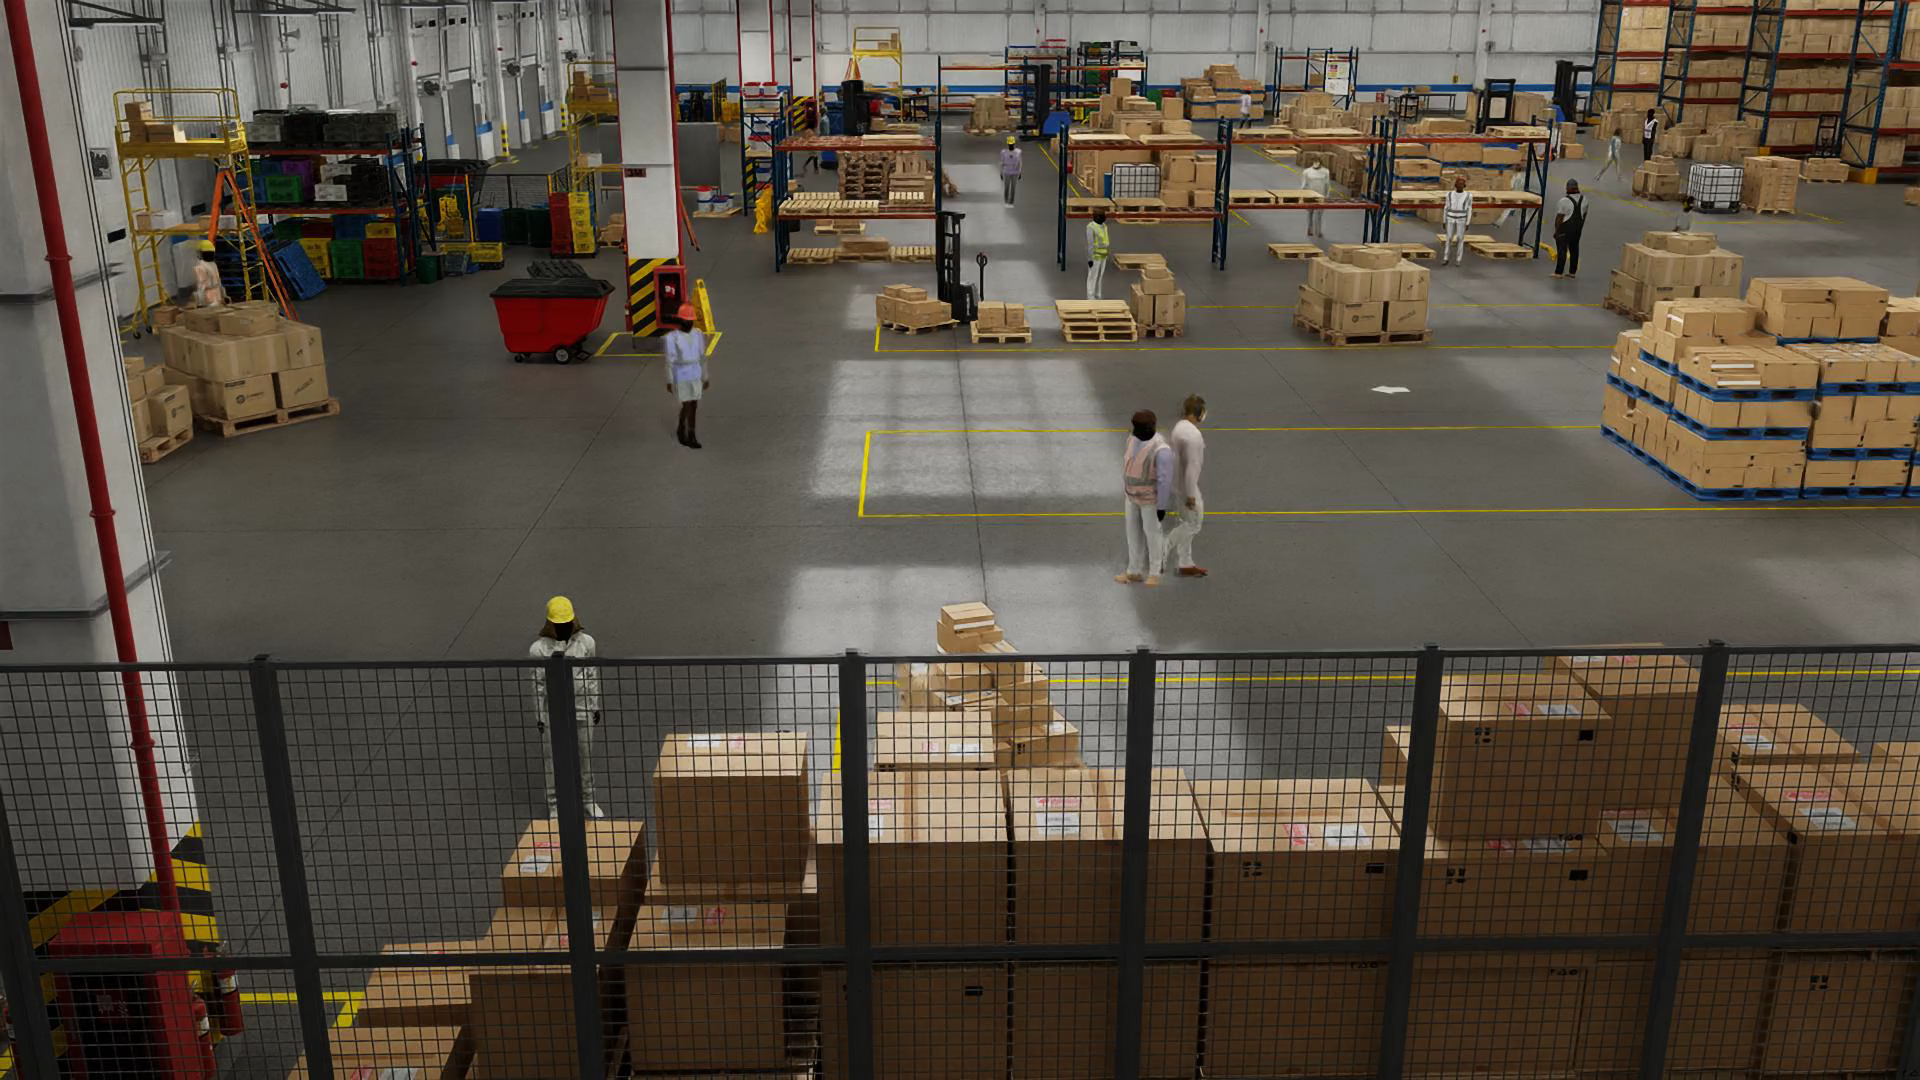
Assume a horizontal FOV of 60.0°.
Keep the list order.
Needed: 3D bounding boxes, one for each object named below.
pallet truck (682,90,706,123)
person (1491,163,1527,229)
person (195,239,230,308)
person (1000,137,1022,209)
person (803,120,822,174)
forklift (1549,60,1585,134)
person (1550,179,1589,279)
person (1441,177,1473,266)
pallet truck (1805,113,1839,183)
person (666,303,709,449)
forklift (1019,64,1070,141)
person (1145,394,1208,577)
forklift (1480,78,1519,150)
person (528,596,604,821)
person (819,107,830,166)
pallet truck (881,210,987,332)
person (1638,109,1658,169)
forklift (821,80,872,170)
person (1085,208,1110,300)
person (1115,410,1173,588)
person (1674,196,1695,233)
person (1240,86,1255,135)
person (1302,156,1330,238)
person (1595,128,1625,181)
[{"bbox_3d":[-9.671,-15.907,62.421,0.823,1.965,1.885,5,19,15],"label":"pallet truck"},{"bbox_3d":[13.608,-8.438,40.869,0.889,1.587,0.534,-1,19,-2],"label":"person"},{"bbox_3d":[-12.299,-3.982,27.228,0.992,1.886,0.586,-2,19,-7],"label":"person"},{"bbox_3d":[1.380,-9.849,44.608,0.583,1.901,0.596,-1,19,-2],"label":"person"},{"bbox_3d":[-4.657,-12.382,52.439,0.539,1.681,0.561,-11,21,-28],"label":"person"},{"bbox_3d":[23.899,-17.641,66.204,1.873,2.768,1.129,0,19,-1],"label":"forklift"},{"bbox_3d":[12.458,-6.392,34.127,0.683,2.000,0.536,-5,19,-16],"label":"person"},{"bbox_3d":[10.633,-6.816,35.627,0.579,1.884,0.352,10,21,26],"label":"person"},{"bbox_3d":[26.403,-11.957,50.702,0.823,1.965,1.885,6,19,16],"label":"pallet truck"},{"bbox_3d":[-3.524,-2.125,21.645,0.573,1.923,0.402,-15,24,-38],"label":"person"},{"bbox_3d":[3.235,-16.572,63.033,1.873,2.768,1.129,-1,19,-2],"label":"forklift"},{"bbox_3d":[2.248,-0.531,16.944,0.562,1.909,0.679,-1,19,-3],"label":"person"},{"bbox_3d":[17.558,-13.677,54.444,1.129,2.768,1.873,-1,19,-1],"label":"forklift"},{"bbox_3d":[-2.827,1.227,11.985,0.487,1.744,0.294,-11,21,-28],"label":"person"},{"bbox_3d":[-4.437,-13.189,54.450,0.351,1.936,0.634,-3,19,-9],"label":"person"},{"bbox_3d":[-0.493,-4.759,29.349,1.885,1.965,0.823,-13,23,-34],"label":"pallet truck"},{"bbox_3d":[22.374,-13.014,53.976,0.391,1.912,0.589,-2,19,-7],"label":"person"},{"bbox_3d":[-3.431,-13.266,53.226,1.873,2.768,1.129,8,20,21],"label":"forklift"},{"bbox_3d":[2.588,-5.297,31.186,0.429,1.842,0.635,12,22,31],"label":"person"},{"bbox_3d":[1.854,-0.422,16.744,0.454,1.828,0.649,-11,22,-29],"label":"person"},{"bbox_3d":[14.231,-5.870,32.864,0.559,1.856,0.487,-13,23,-34],"label":"person"},{"bbox_3d":[11.328,-16.802,65.203,0.808,1.908,0.578,-9,21,-24],"label":"person"},{"bbox_3d":[8.468,-8.155,39.574,0.656,1.898,0.915,2,19,7],"label":"person"},{"bbox_3d":[19.954,-11.797,50.845,0.855,1.604,0.516,15,24,37],"label":"person"}]
